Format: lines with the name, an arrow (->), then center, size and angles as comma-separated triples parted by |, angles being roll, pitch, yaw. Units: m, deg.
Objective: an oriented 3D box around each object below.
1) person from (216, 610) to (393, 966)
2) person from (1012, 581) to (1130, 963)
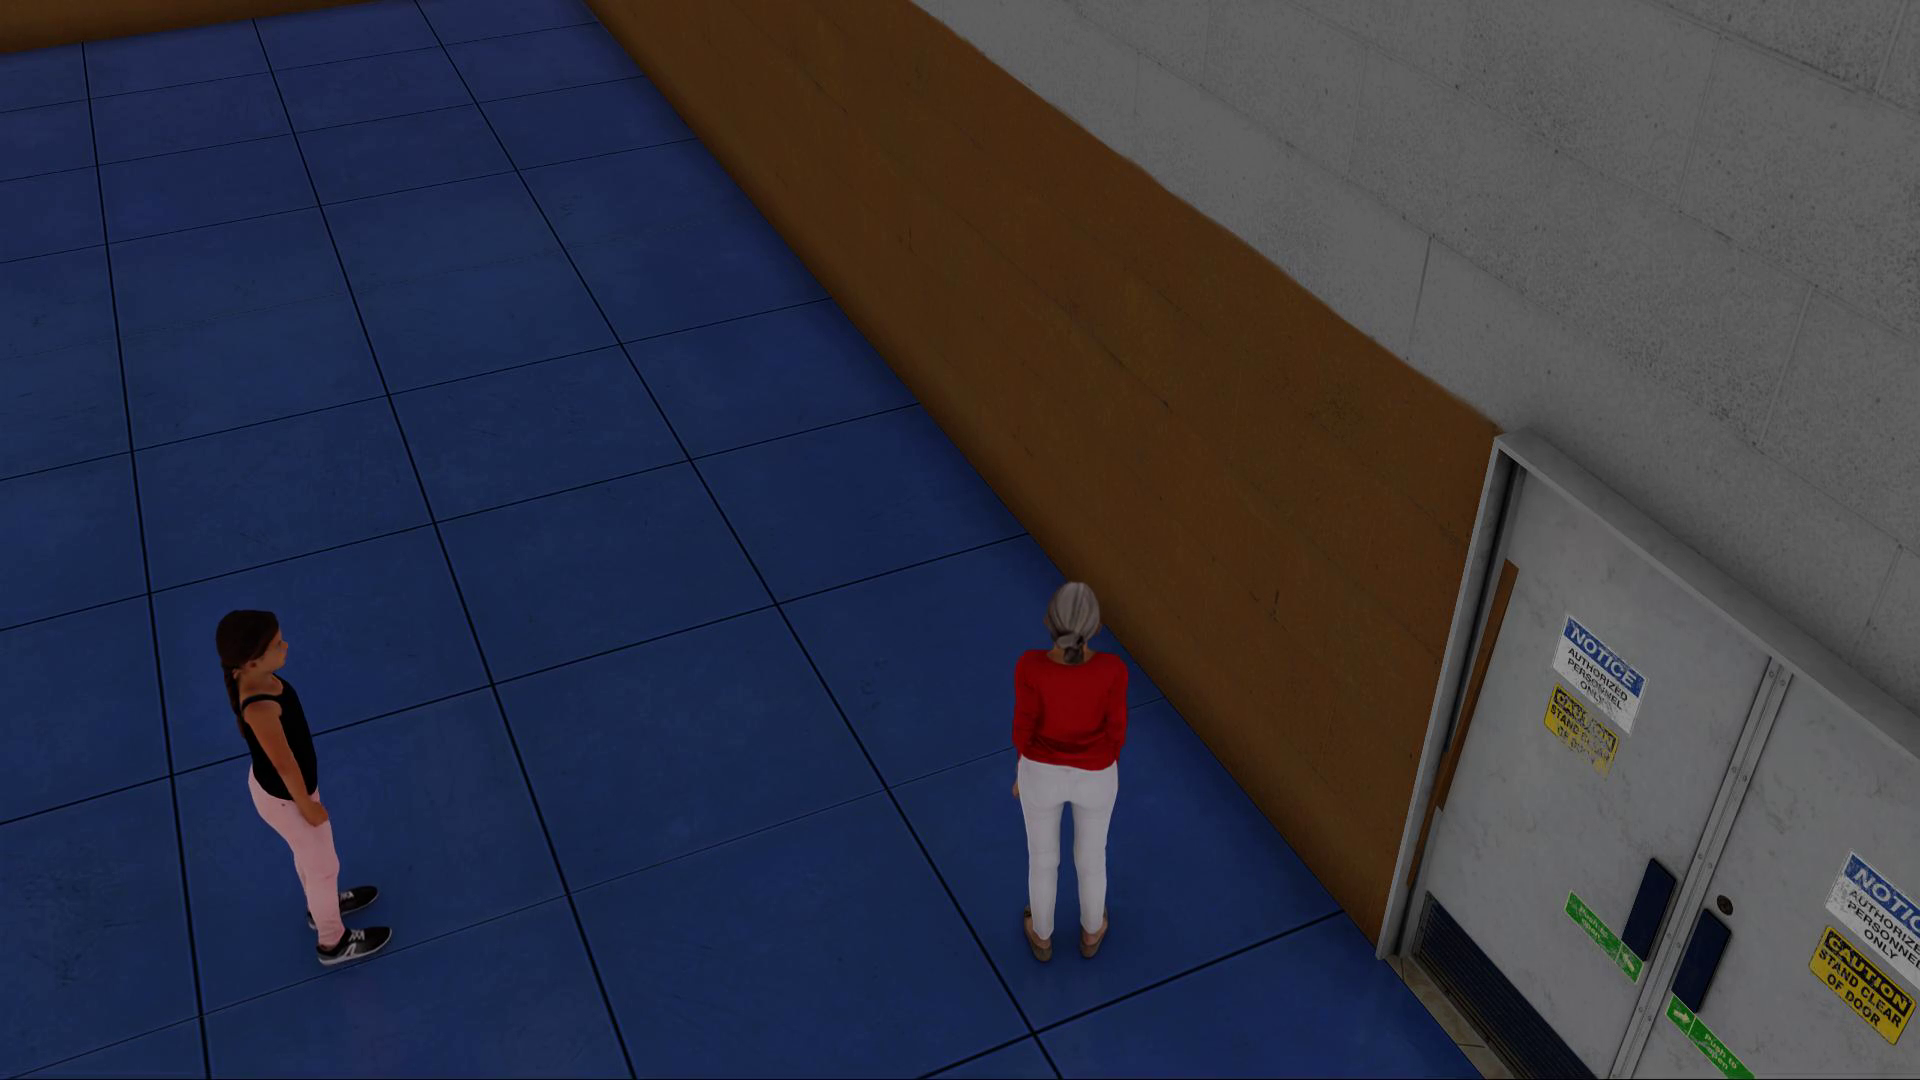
person -> -2.328, 0.864, 5.769 | 0.539, 1.563, 0.535 | -20, 41, -24
person -> 0.370, 0.821, 5.717 | 0.600, 1.693, 0.691 | 1, 37, 1
